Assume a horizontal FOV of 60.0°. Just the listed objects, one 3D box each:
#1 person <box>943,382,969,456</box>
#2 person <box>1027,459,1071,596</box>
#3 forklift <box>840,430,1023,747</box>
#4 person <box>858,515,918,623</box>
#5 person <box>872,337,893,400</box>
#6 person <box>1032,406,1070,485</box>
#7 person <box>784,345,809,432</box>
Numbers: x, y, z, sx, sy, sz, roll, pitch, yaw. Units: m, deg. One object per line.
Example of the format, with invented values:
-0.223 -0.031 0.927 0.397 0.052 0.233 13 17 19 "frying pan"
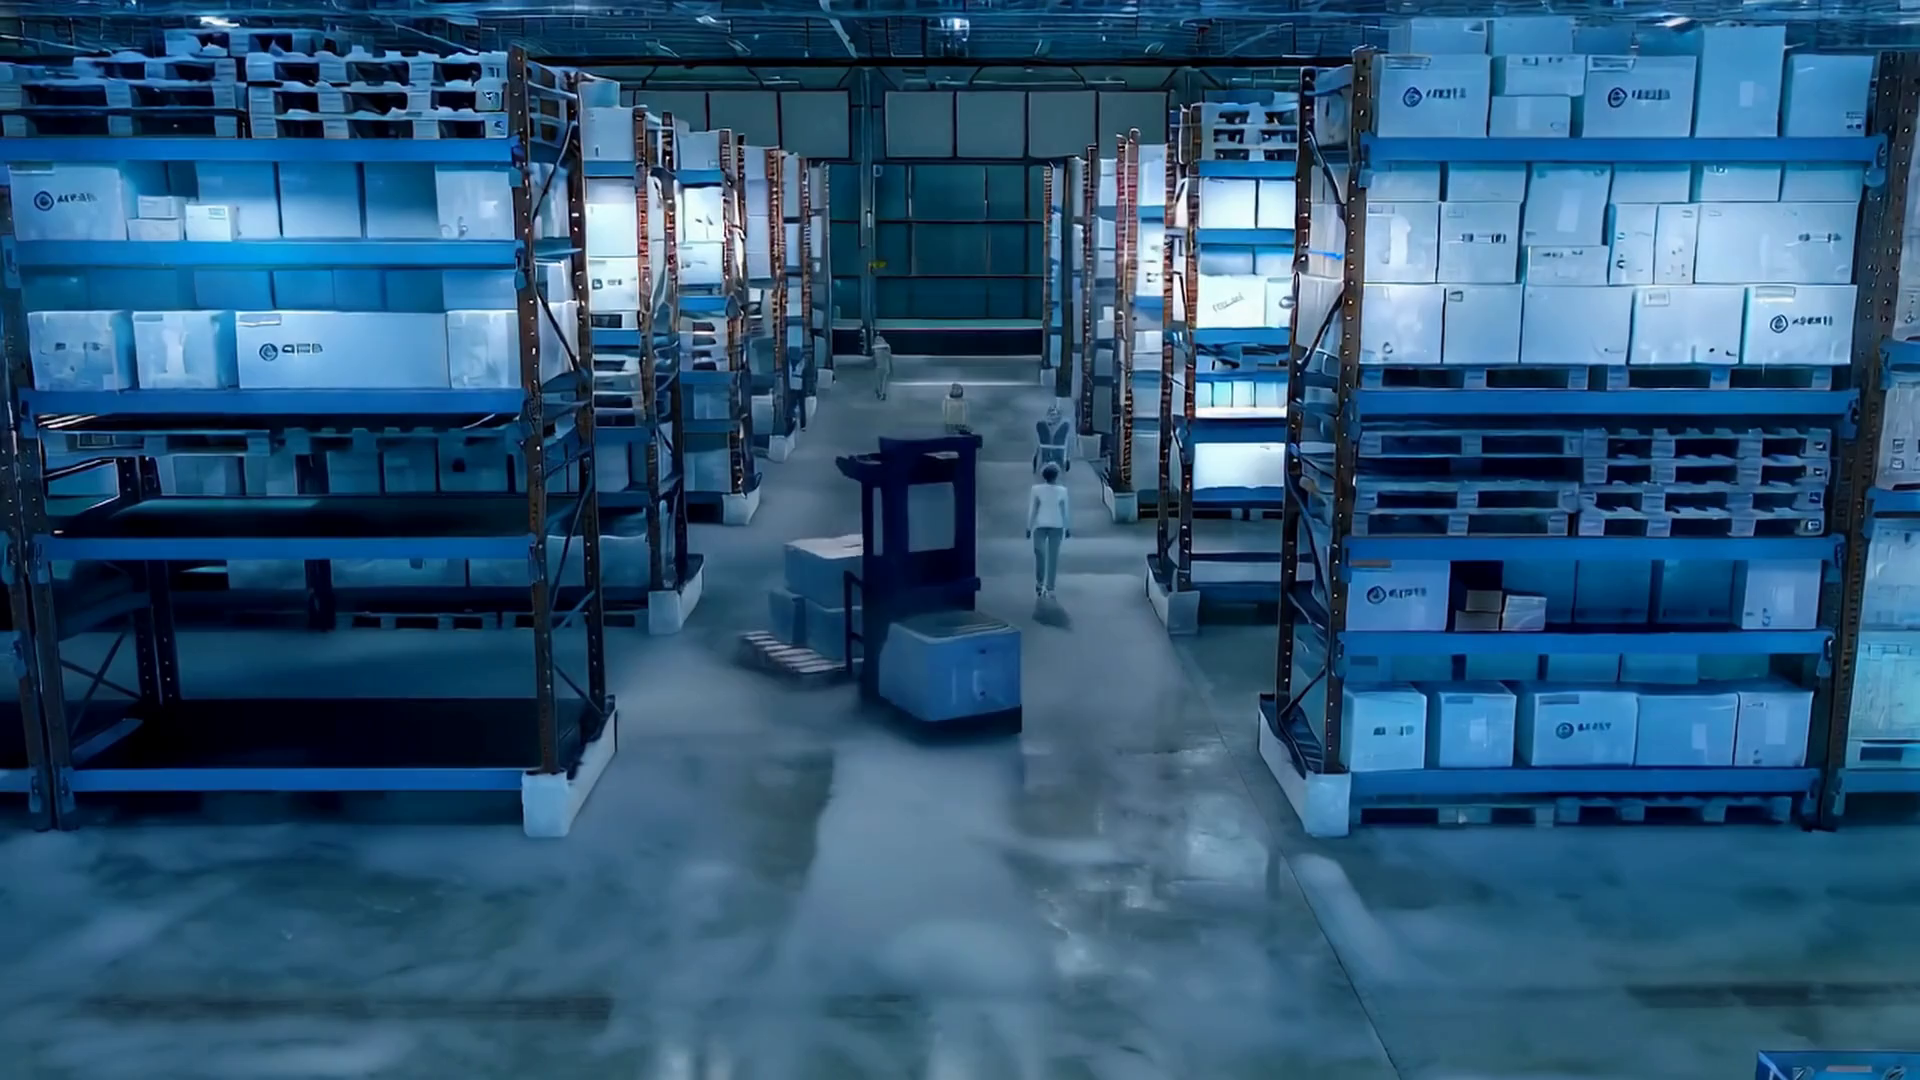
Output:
-0.083 -2.190 31.648 0.507 1.636 0.275 -3 12 -16 "person"
1.154 -0.188 21.447 0.553 1.734 0.748 1 11 4 "person"
-0.274 0.368 15.877 1.129 2.768 1.873 -6 13 -27 "forklift"
-0.729 0.678 16.803 0.671 1.890 0.443 6 13 28 "person"
-1.982 -4.418 42.746 0.535 1.602 0.729 -1 11 -3 "person"
1.441 -1.218 26.423 0.605 1.792 0.931 1 11 3 "person"
-3.596 -3.326 36.579 0.599 1.917 0.375 4 12 19 "person"
